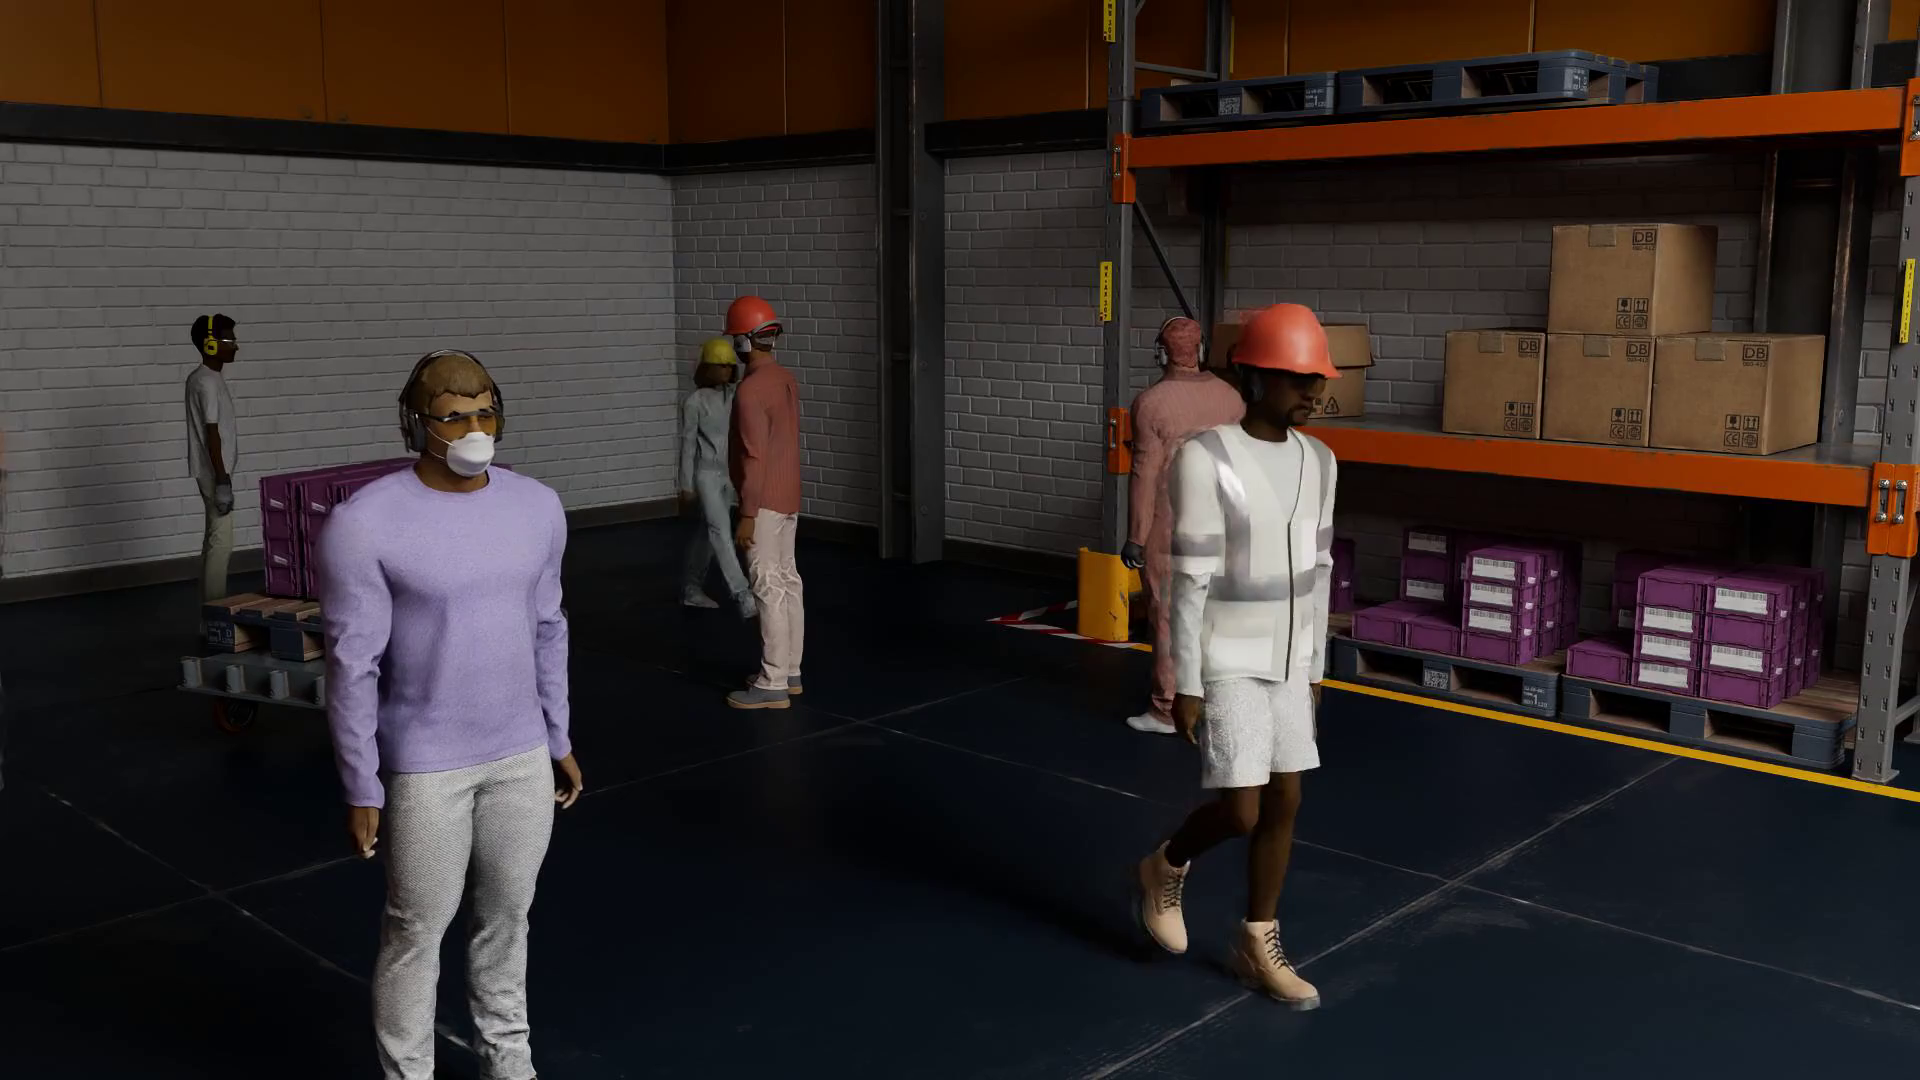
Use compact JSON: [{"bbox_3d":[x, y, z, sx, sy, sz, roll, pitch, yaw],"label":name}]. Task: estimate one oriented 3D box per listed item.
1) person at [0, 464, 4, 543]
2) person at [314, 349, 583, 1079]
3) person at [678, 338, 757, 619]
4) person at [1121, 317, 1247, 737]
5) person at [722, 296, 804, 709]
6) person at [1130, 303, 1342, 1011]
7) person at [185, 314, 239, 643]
[{"bbox_3d":[-4.252,0.076,6.839,0.973,1.880,0.596,9,13,43],"label":"person"},{"bbox_3d":[-1.173,0.522,3.922,0.352,1.937,0.635,8,12,41],"label":"person"},{"bbox_3d":[-1.429,-0.371,10.145,0.902,1.697,0.508,6,11,32],"label":"person"},{"bbox_3d":[0.994,-0.061,7.603,0.648,1.904,0.401,-6,11,-33],"label":"person"},{"bbox_3d":[-0.958,-0.177,8.053,0.392,1.991,0.613,2,10,13],"label":"person"},{"bbox_3d":[0.817,0.334,4.809,0.624,2.027,0.562,-6,11,-34],"label":"person"},{"bbox_3d":[-4.217,-0.347,9.465,0.310,1.868,0.533,-5,11,-29],"label":"person"}]
